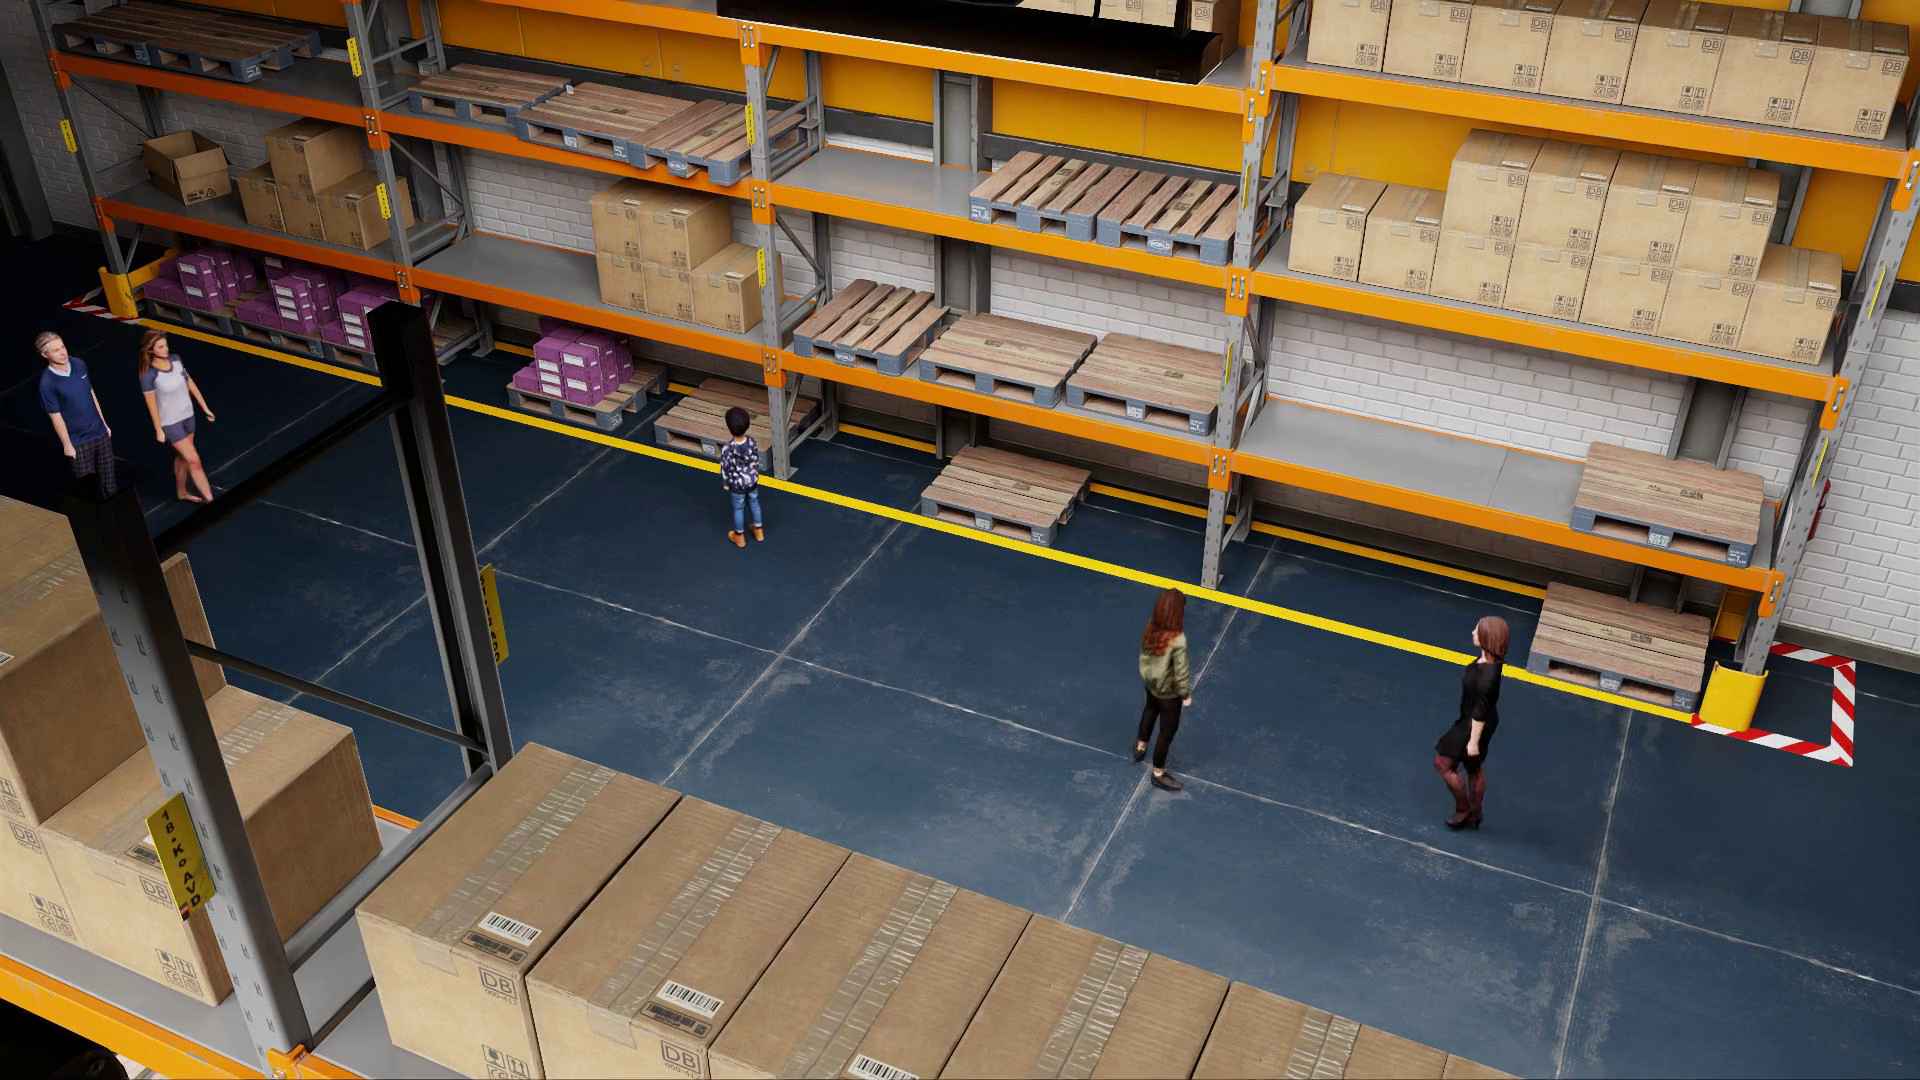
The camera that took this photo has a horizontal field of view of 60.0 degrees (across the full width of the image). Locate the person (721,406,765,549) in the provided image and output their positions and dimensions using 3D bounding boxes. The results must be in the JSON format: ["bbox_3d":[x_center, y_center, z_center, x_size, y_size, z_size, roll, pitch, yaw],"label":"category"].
[{"bbox_3d":[-1.801,-0.525,13.747,0.563,1.248,0.600,-19,38,-26],"label":"person"}]

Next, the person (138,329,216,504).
[{"bbox_3d":[-6.702,-1.018,14.078,0.929,1.702,0.695,9,35,13],"label":"person"}]

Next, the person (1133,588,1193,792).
[{"bbox_3d":[1.372,0.968,11.307,0.833,1.461,0.764,-20,39,-28],"label":"person"}]

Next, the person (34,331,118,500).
[{"bbox_3d":[-7.234,-0.866,13.695,0.579,1.872,0.684,10,35,15],"label":"person"}]

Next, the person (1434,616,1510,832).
[{"bbox_3d":[3.406,1.233,10.698,0.611,1.694,0.595,13,36,19],"label":"person"}]
